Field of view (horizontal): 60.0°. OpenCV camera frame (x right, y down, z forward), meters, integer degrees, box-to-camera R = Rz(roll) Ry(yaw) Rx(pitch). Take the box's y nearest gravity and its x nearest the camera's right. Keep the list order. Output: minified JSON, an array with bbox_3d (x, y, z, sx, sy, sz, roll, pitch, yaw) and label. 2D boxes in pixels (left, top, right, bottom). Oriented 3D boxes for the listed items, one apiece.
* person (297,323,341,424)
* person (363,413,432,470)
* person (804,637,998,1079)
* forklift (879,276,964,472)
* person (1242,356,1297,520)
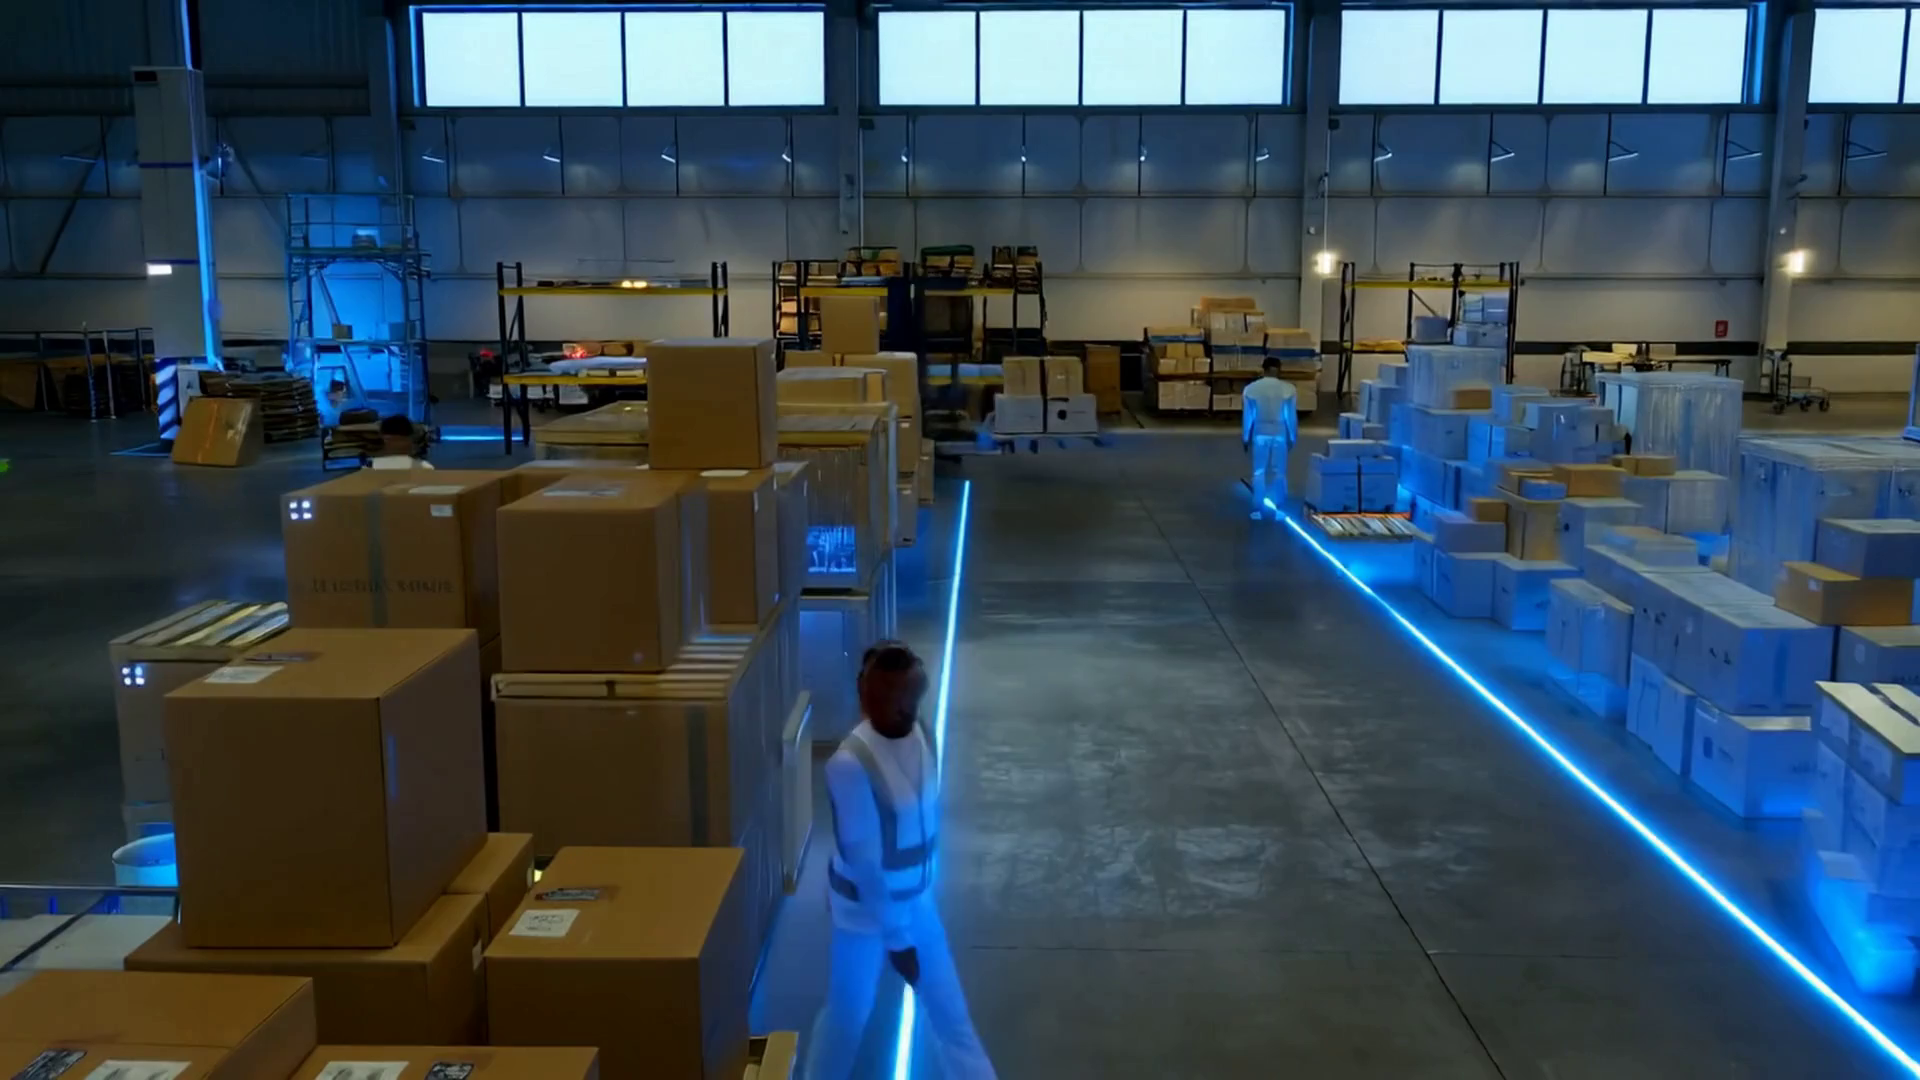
[{"bbox_3d":[-12.075,-3.101,31.142,0.649,1.901,0.948,6,11,33],"label":"person"},{"bbox_3d":[-4.155,0.001,12.494,0.557,1.910,0.777,0,9,1],"label":"person"},{"bbox_3d":[-0.175,1.215,5.475,0.962,1.830,0.599,6,11,30],"label":"person"},{"bbox_3d":[-0.906,-2.420,24.134,1.873,2.768,1.129,0,9,-2],"label":"forklift"},{"bbox_3d":[3.649,-1.199,19.634,0.635,1.937,0.352,1,10,9],"label":"person"}]
